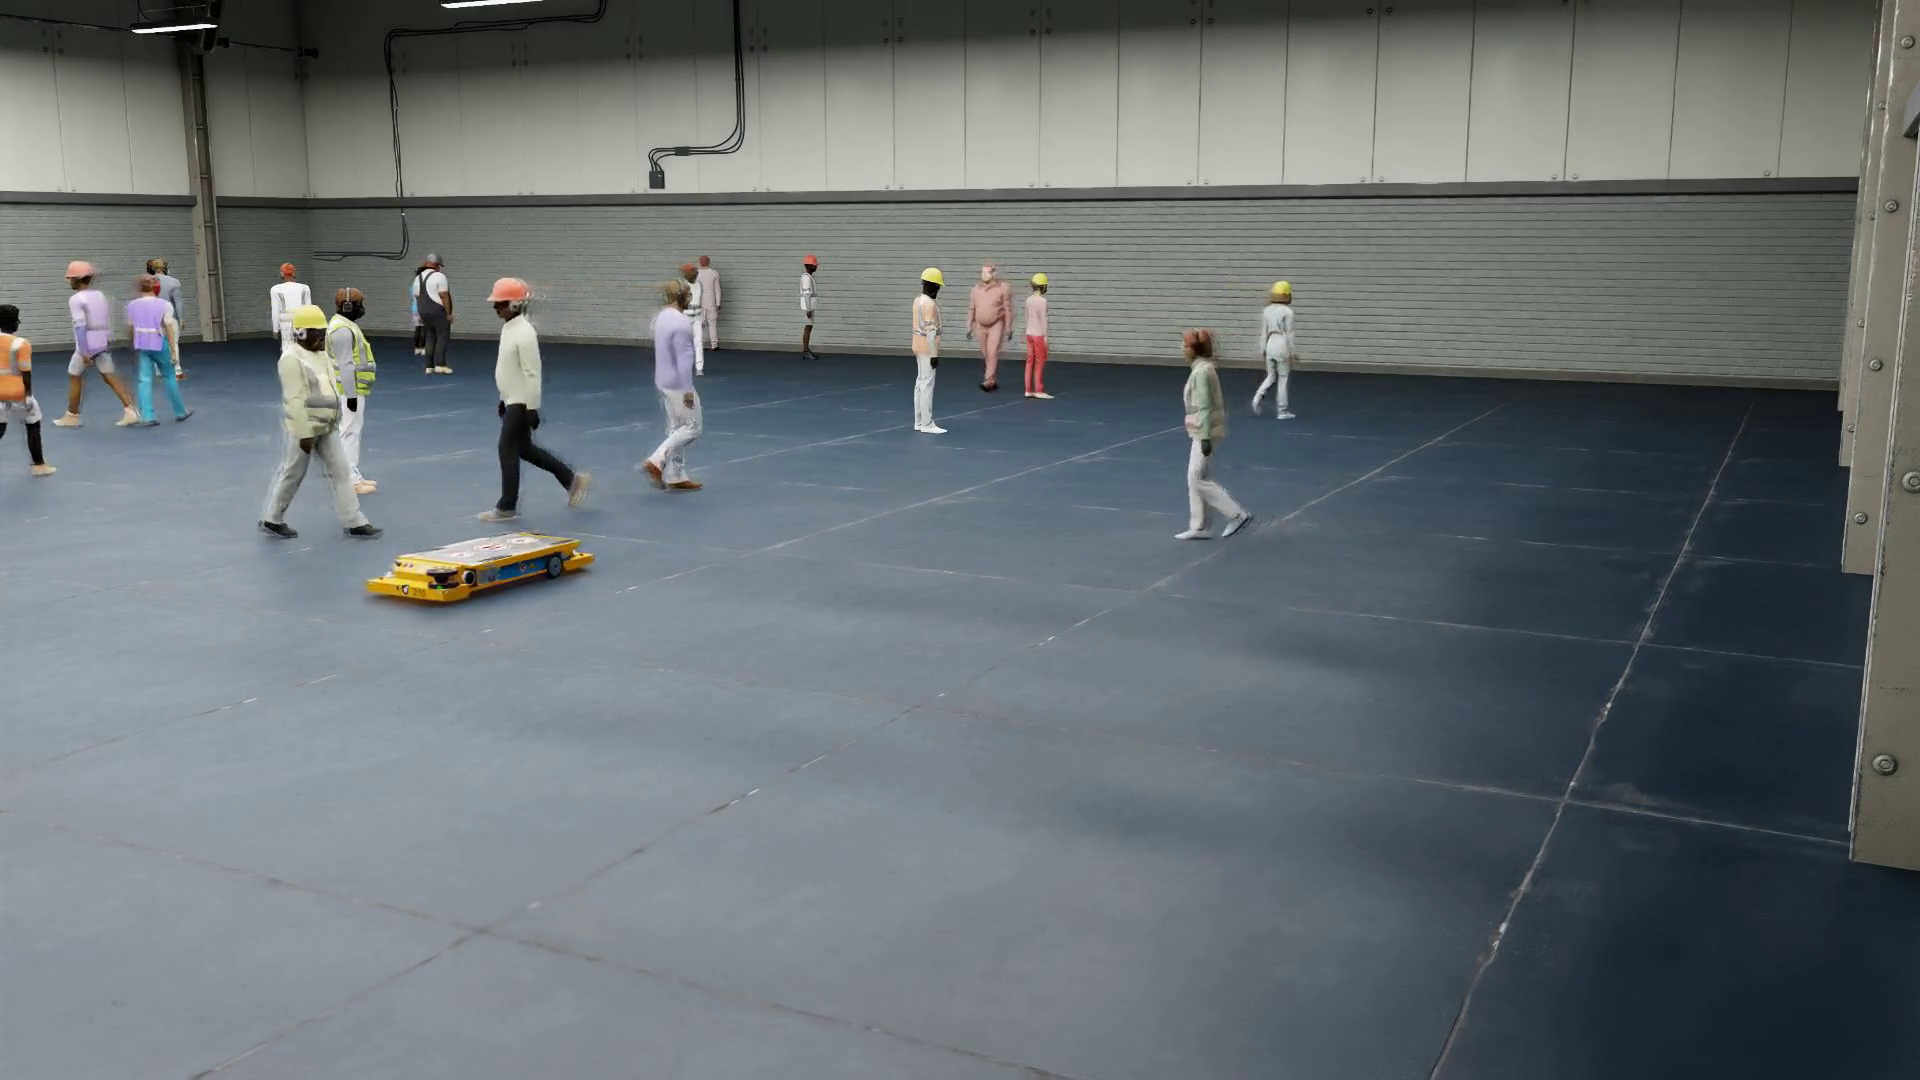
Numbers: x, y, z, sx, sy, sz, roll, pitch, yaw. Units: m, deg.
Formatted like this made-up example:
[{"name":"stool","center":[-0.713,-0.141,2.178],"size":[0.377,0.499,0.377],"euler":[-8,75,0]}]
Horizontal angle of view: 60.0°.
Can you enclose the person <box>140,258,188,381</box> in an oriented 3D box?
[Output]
[{"name":"person","center":[-12.607,-3.486,26.338],"size":[0.633,1.936,0.355],"euler":[-1,10,-3]}]

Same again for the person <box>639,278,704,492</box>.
[{"name":"person","center":[-2.562,-1.353,14.746],"size":[0.522,1.920,0.646],"euler":[-5,12,-26]}]

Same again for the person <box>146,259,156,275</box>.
[{"name":"person","center":[-15.138,-4.365,31.391],"size":[0.429,1.841,0.634],"euler":[-6,12,-29]}]

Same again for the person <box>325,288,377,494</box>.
[{"name":"person","center":[-5.433,-1.329,14.862],"size":[0.429,1.835,0.630],"euler":[-3,11,-17]}]

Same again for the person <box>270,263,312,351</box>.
[{"name":"person","center":[-9.835,-3.127,24.517],"size":[0.574,1.887,0.355],"euler":[-7,13,-35]}]

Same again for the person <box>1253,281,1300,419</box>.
[{"name":"person","center":[3.977,-2.368,20.799],"size":[0.524,1.732,0.503],"euler":[-7,12,-33]}]

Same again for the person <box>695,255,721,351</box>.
[{"name":"person","center":[-5.065,-4.712,33.107],"size":[0.643,1.909,0.400],"euler":[1,10,5]}]

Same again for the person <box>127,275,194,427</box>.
[{"name":"person","center":[-9.731,-2.302,20.216],"size":[0.594,1.804,0.907],"euler":[0,10,2]}]

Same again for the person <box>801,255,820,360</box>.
[{"name":"person","center":[-2.764,-4.304,30.796],"size":[0.368,1.935,0.552],"euler":[0,10,-2]}]

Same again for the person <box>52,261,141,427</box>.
[{"name":"person","center":[-10.346,-2.316,19.839],"size":[1.063,1.996,0.612],"euler":[2,11,12]}]

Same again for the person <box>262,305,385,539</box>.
[{"name":"person","center":[-4.898,-0.874,12.525],"size":[0.940,1.785,0.610],"euler":[2,11,9]}]

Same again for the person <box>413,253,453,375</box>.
[{"name":"person","center":[-8.697,-3.763,27.562],"size":[0.843,2.000,0.631],"euler":[7,12,32]}]

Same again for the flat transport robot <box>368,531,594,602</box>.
[{"name":"flat transport robot","center":[-3.147,0.155,11.028],"size":[0.652,0.197,1.431],"euler":[5,12,27]}]

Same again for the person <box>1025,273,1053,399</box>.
[{"name":"person","center":[1.117,-2.873,23.466],"size":[0.330,1.765,0.532],"euler":[-6,12,-29]}]

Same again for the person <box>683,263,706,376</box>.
[{"name":"person","center":[-4.475,-3.642,27.419],"size":[0.594,1.857,0.709],"euler":[-6,12,-31]}]

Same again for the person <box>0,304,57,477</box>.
[{"name":"person","center":[-8.925,-1.374,15.567],"size":[0.537,1.663,0.830],"euler":[2,11,10]}]

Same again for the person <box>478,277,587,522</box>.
[{"name":"person","center":[-3.495,-1.141,13.469],"size":[0.827,1.967,0.612],"euler":[-4,11,-23]}]

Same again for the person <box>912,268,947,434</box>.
[{"name":"person","center":[-0.364,-2.199,19.372],"size":[0.376,1.918,0.584],"euler":[-3,11,-16]}]

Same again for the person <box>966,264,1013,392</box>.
[{"name":"person","center":[0.387,-3.102,24.432],"size":[0.674,1.865,0.974],"euler":[5,12,27]}]

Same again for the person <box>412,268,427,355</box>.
[{"name":"person","center":[-10.325,-4.391,31.974],"size":[0.535,1.681,0.342],"euler":[9,13,39]}]

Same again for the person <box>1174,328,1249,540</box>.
[{"name":"person","center":[1.871,-0.775,12.410],"size":[0.471,1.618,0.557],"euler":[1,10,7]}]
